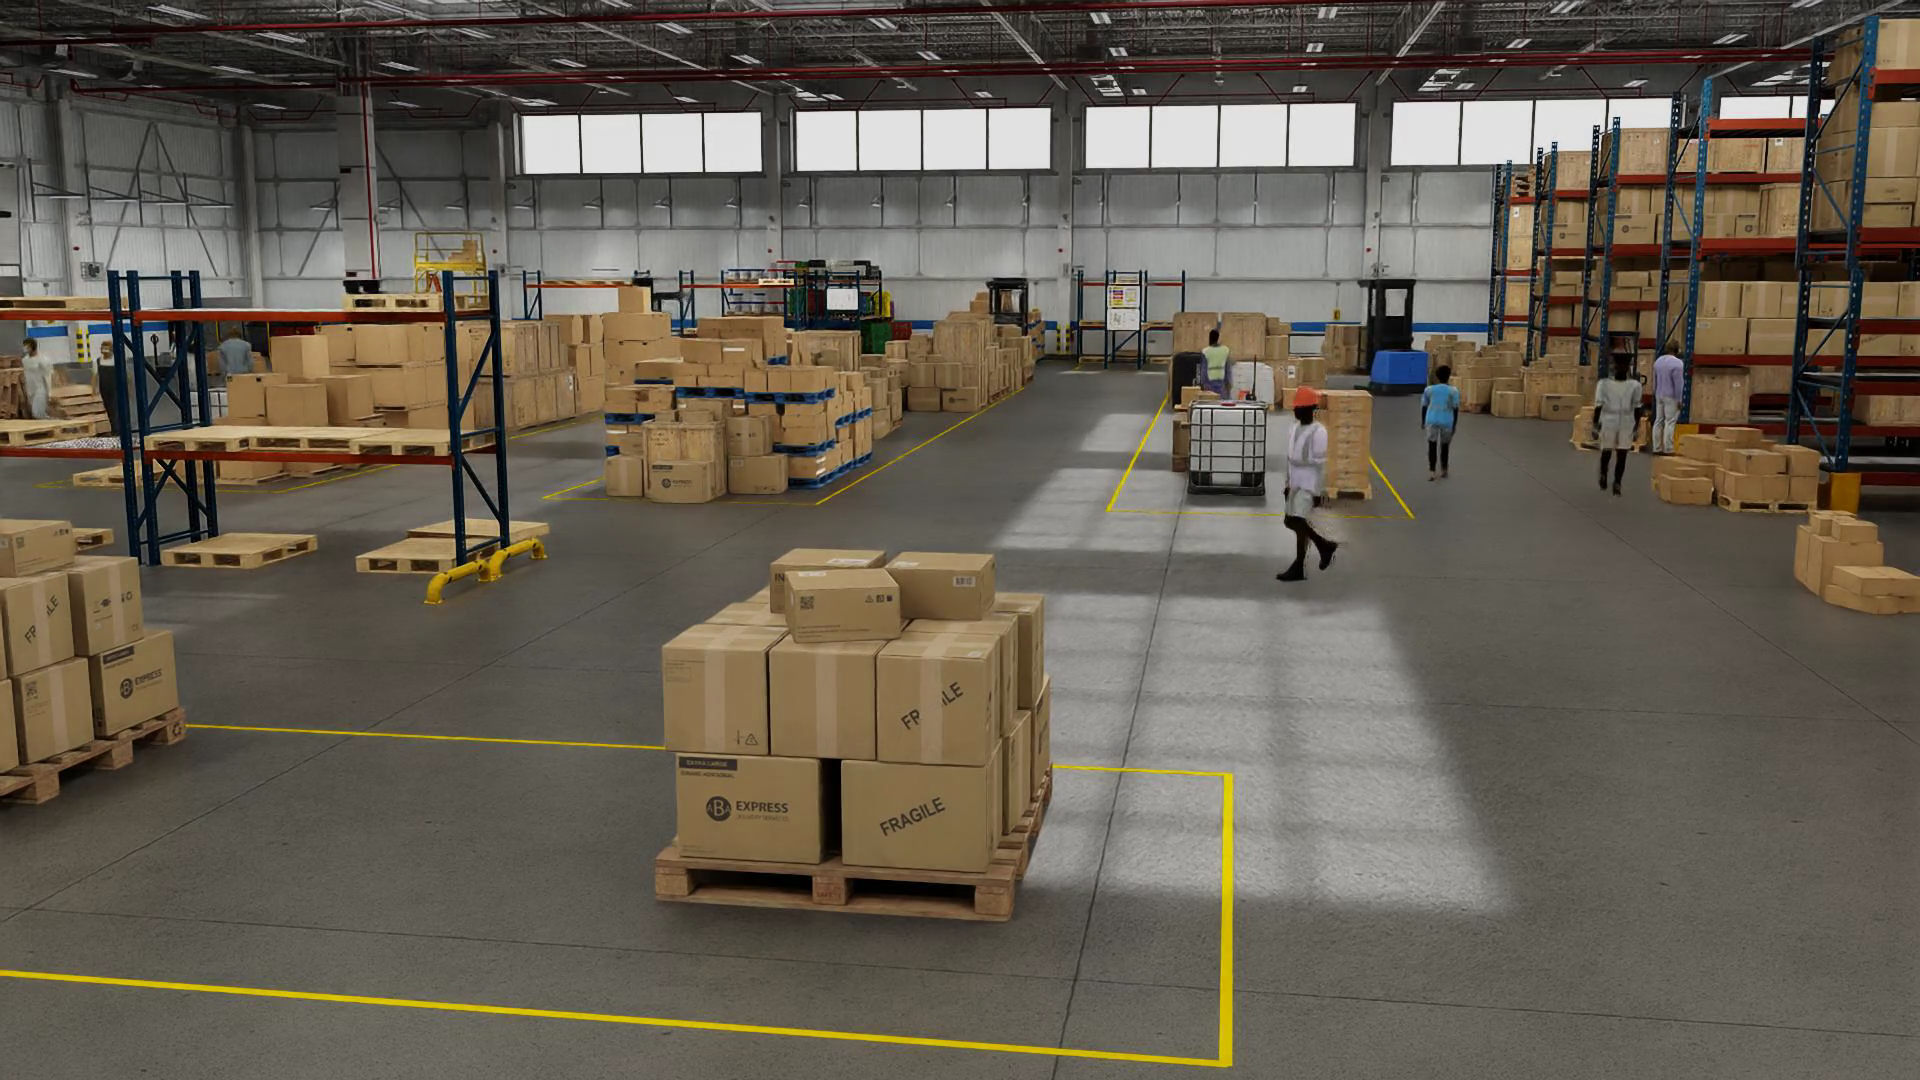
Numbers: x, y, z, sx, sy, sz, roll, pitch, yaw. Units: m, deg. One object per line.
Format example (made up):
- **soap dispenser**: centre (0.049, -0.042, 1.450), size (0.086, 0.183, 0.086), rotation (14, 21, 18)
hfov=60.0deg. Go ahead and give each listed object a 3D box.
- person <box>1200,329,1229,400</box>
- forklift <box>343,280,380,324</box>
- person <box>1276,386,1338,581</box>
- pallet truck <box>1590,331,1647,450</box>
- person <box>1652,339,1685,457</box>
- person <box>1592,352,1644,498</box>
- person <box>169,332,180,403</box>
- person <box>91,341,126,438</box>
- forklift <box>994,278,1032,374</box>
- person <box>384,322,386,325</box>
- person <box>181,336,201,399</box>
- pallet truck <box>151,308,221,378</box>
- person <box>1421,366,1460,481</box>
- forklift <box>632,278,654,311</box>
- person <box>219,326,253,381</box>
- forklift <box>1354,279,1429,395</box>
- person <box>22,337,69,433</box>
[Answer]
- **person**: centre (4.877, -3.074, 31.855), size (0.608, 1.908, 0.518), rotation (-3, 10, -19)
- **forklift**: centre (-12.813, -4.191, 35.764), size (1.873, 2.768, 1.129), rotation (1, 9, 9)
- **person**: centre (3.418, -0.553, 16.280), size (0.638, 1.922, 0.567), rotation (-3, 10, -18)
- **pallet truck**: centre (11.253, -2.573, 28.499), size (0.823, 1.965, 1.885), rotation (5, 10, 27)
- **person**: centre (11.464, -2.282, 26.891), size (0.371, 1.938, 0.638), rotation (-3, 10, -16)
- **person**: centre (8.809, -1.546, 22.293), size (0.635, 1.949, 0.476), rotation (2, 9, 12)
- **person**: centre (-17.876, -3.947, 38.072), size (0.511, 1.641, 0.308), rotation (6, 11, 32)
- **person**: centre (-14.923, -2.585, 29.213), size (0.512, 1.804, 0.954), rotation (-1, 9, -9)
- **forklift**: centre (1.428, -6.032, 47.116), size (1.129, 2.768, 1.873), rotation (1, 9, 9)
- **person**: centre (-17.652, -6.149, 50.898), size (0.992, 1.883, 0.569), rotation (-2, 9, -10)
- **person**: centre (-15.343, -3.208, 33.212), size (0.507, 1.727, 0.355), rotation (0, 9, -2)
- **pallet truck**: centre (-21.869, -5.598, 47.154), size (0.823, 1.965, 1.885), rotation (4, 10, 26)
- **person**: centre (6.963, -1.691, 24.146), size (0.537, 1.650, 0.875), rotation (3, 10, 18)
- **forklift**: centre (-8.604, -5.745, 45.343), size (1.873, 2.768, 1.129), rotation (0, 9, 2)
- **person**: centre (-14.589, -3.369, 33.646), size (0.658, 1.915, 0.729), rotation (-1, 9, -7)
- **forklift**: centre (10.598, -4.982, 40.640), size (1.129, 2.768, 1.873), rotation (-2, 9, -12)
- **person**: centre (-15.646, -2.510, 28.390), size (0.639, 1.919, 0.769), rotation (5, 11, 29)
